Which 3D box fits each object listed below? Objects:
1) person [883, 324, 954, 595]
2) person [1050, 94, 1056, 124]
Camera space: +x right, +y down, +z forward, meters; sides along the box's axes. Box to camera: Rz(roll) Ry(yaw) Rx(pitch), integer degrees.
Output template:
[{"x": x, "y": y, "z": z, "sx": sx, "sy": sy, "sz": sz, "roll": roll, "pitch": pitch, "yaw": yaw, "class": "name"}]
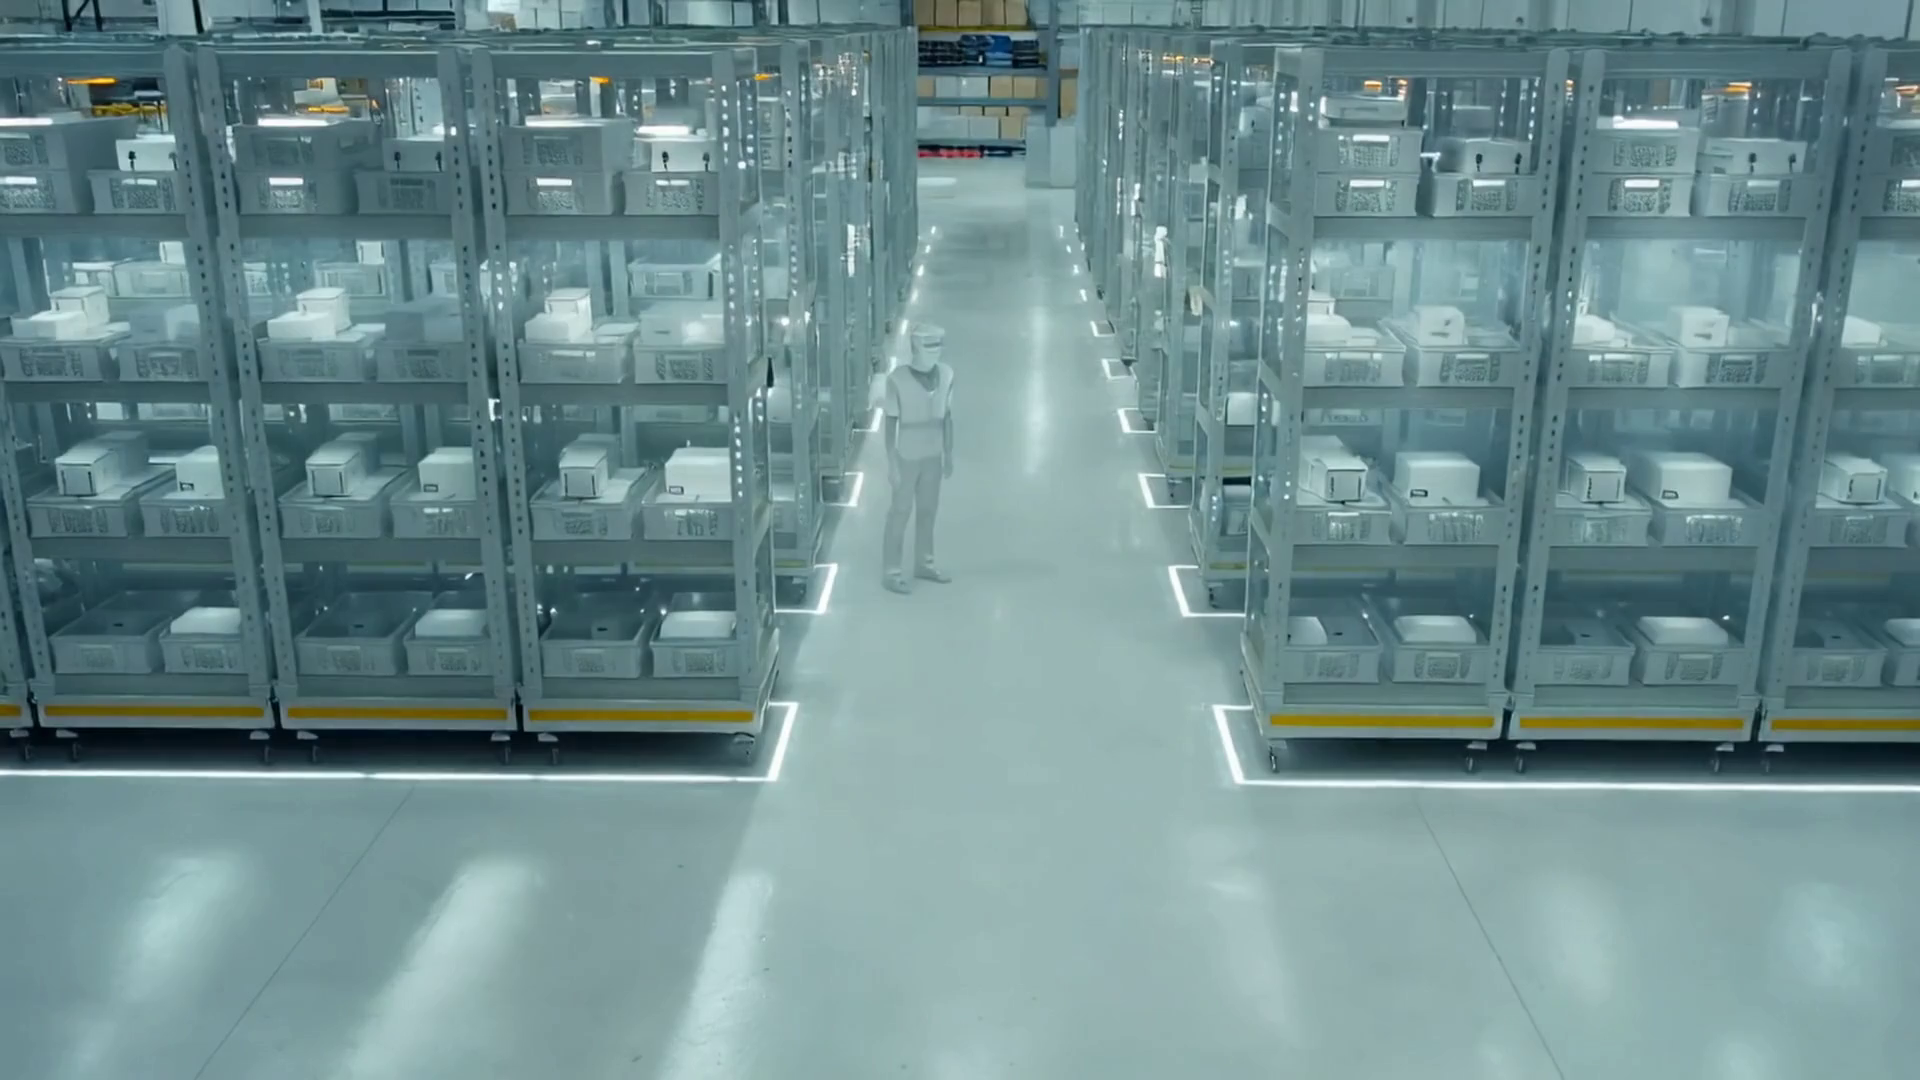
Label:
[{"x": -0.282, "y": -0.548, "z": 11.124, "sx": 0.575, "sy": 1.831, "sz": 0.408, "roll": -15, "pitch": 23, "yaw": -40, "class": "person"}, {"x": 2.863, "y": -12.772, "z": 50.135, "sx": 0.957, "sy": 1.802, "sz": 0.633, "roll": 1, "pitch": 17, "yaw": 3, "class": "person"}]
